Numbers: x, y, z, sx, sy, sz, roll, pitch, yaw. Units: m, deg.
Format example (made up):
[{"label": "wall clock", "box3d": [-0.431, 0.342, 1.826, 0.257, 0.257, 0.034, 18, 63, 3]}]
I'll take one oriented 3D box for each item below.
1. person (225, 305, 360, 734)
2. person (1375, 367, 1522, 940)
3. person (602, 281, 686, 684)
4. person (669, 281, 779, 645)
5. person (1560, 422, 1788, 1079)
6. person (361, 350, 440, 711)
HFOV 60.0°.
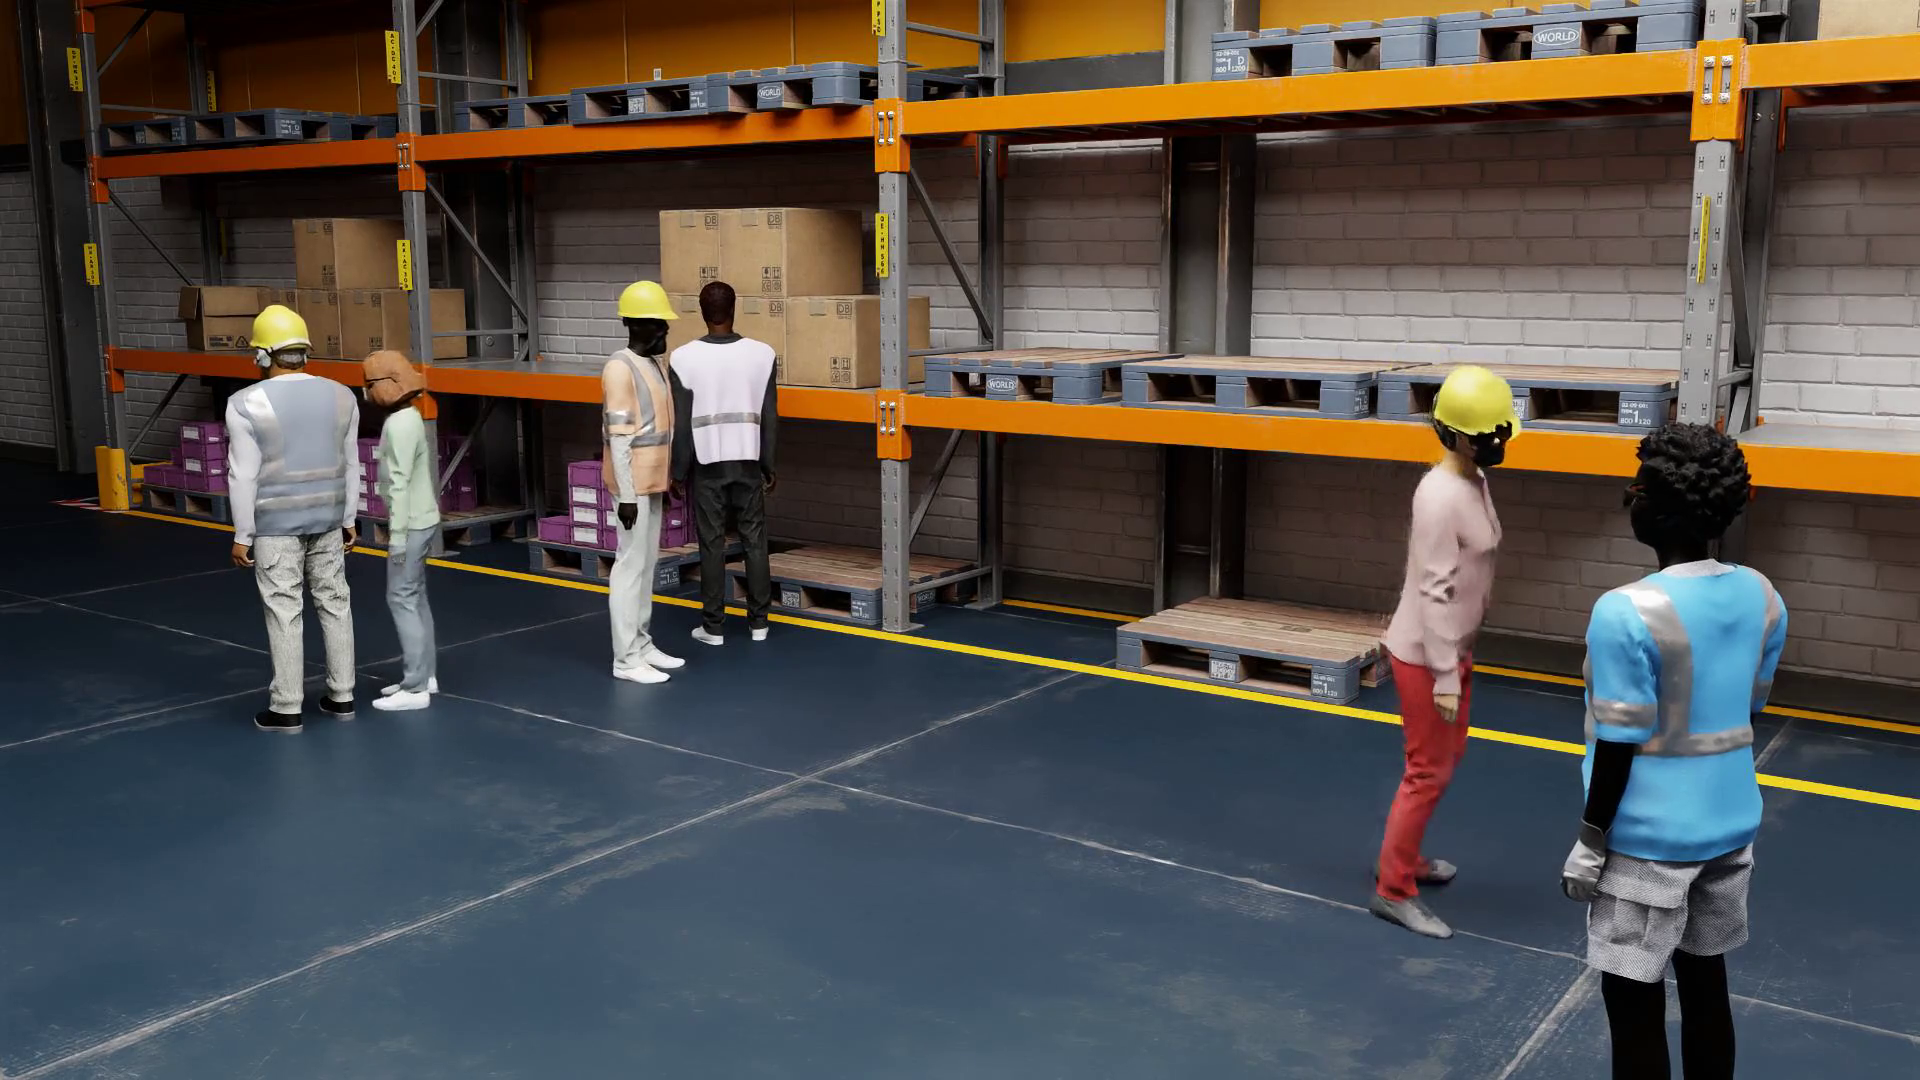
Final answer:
[{"label": "person", "box3d": [-2.866, -0.086, 7.162, 0.404, 1.836, 0.590, 7, 12, 37]}, {"label": "person", "box3d": [1.440, 0.336, 4.969, 0.444, 1.722, 0.619, 5, 11, 27]}, {"label": "person", "box3d": [-1.524, -0.281, 8.049, 0.388, 1.926, 0.590, 1, 10, 7]}, {"label": "person", "box3d": [-1.236, -0.397, 8.781, 0.587, 1.915, 0.393, -4, 10, -22]}, {"label": "person", "box3d": [1.466, 0.602, 3.467, 0.535, 1.700, 0.318, -6, 11, -33]}, {"label": "person", "box3d": [-2.522, -0.046, 7.542, 0.315, 1.627, 0.525, -3, 10, -15]}]
